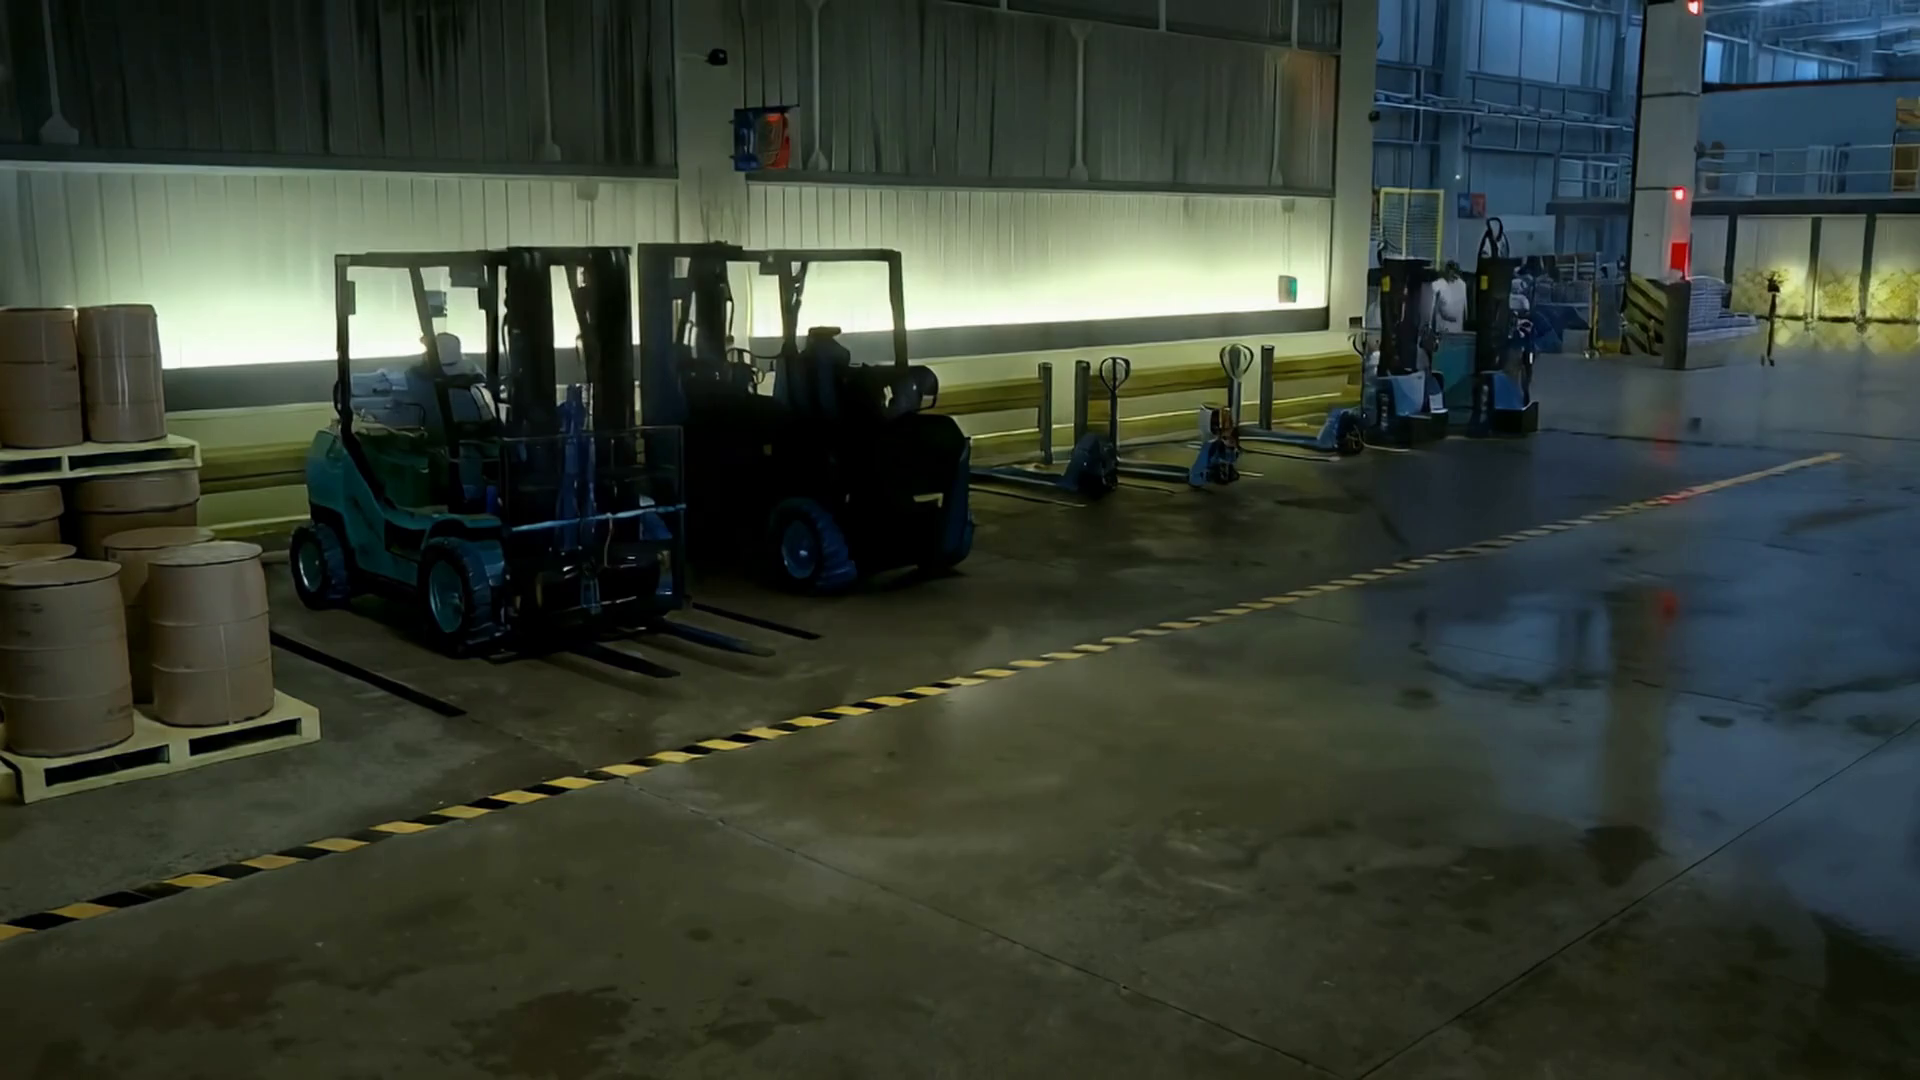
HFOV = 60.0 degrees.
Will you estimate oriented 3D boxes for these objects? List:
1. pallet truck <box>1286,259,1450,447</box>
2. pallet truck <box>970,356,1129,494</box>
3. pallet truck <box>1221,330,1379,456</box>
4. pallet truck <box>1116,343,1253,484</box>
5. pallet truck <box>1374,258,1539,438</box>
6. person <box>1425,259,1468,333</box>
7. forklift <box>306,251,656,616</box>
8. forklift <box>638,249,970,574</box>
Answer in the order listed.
[{"bbox_3d":[4.493,-2.078,18.196,0.823,1.965,1.885,-9,14,-40],"label":"pallet truck"},{"bbox_3d":[0.784,-1.085,14.876,0.680,1.201,1.601,-10,14,-44],"label":"pallet truck"},{"bbox_3d":[3.563,-1.581,17.381,0.653,1.274,1.630,-10,14,-44],"label":"pallet truck"},{"bbox_3d":[1.962,-1.215,15.415,1.522,1.261,0.704,10,14,43],"label":"pallet truck"},{"bbox_3d":[5.704,-2.208,18.901,1.885,1.965,0.823,10,14,43],"label":"pallet truck"},{"bbox_3d":[7.473,-3.381,25.623,0.677,1.881,0.678,-2,11,-11],"label":"person"},{"bbox_3d":[-2.833,-0.669,9.694,1.157,1.987,2.680,-10,14,-44],"label":"forklift"},{"bbox_3d":[-1.173,-0.958,11.239,2.680,1.987,1.157,10,14,43],"label":"forklift"}]
